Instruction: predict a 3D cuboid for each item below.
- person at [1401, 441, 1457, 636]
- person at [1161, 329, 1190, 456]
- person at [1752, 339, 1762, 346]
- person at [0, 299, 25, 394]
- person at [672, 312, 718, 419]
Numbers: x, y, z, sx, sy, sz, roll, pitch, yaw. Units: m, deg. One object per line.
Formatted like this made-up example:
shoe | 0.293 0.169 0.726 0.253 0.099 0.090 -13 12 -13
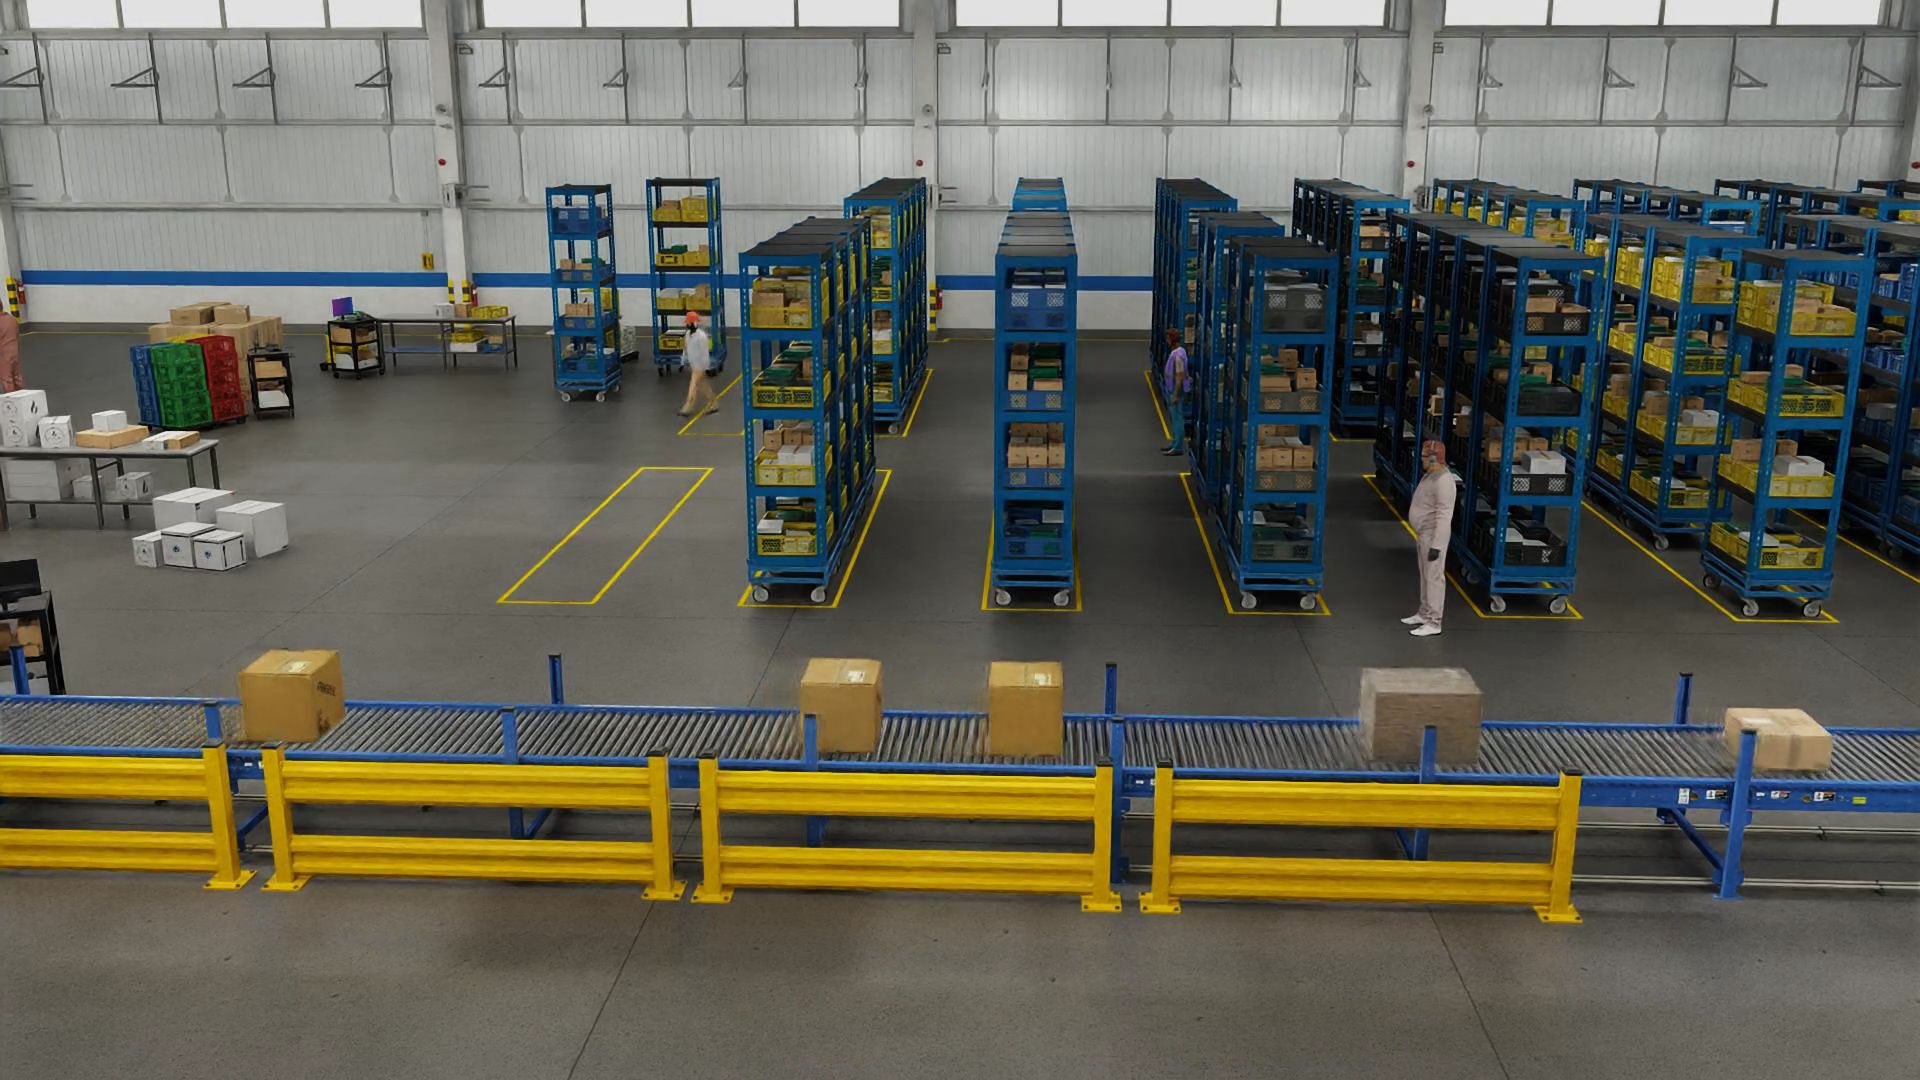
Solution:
person | 4.519 -0.024 16.029 0.406 1.902 0.638 1 15 3
person | 3.123 -2.131 23.965 0.388 1.837 0.564 1 15 3
person | 16.139 -4.743 33.712 0.436 1.809 0.585 -3 15 -10
person | -15.519 -2.977 26.993 0.406 1.902 0.638 1 15 3
person | -4.276 -2.820 26.769 0.883 1.702 0.573 -9 18 -31
